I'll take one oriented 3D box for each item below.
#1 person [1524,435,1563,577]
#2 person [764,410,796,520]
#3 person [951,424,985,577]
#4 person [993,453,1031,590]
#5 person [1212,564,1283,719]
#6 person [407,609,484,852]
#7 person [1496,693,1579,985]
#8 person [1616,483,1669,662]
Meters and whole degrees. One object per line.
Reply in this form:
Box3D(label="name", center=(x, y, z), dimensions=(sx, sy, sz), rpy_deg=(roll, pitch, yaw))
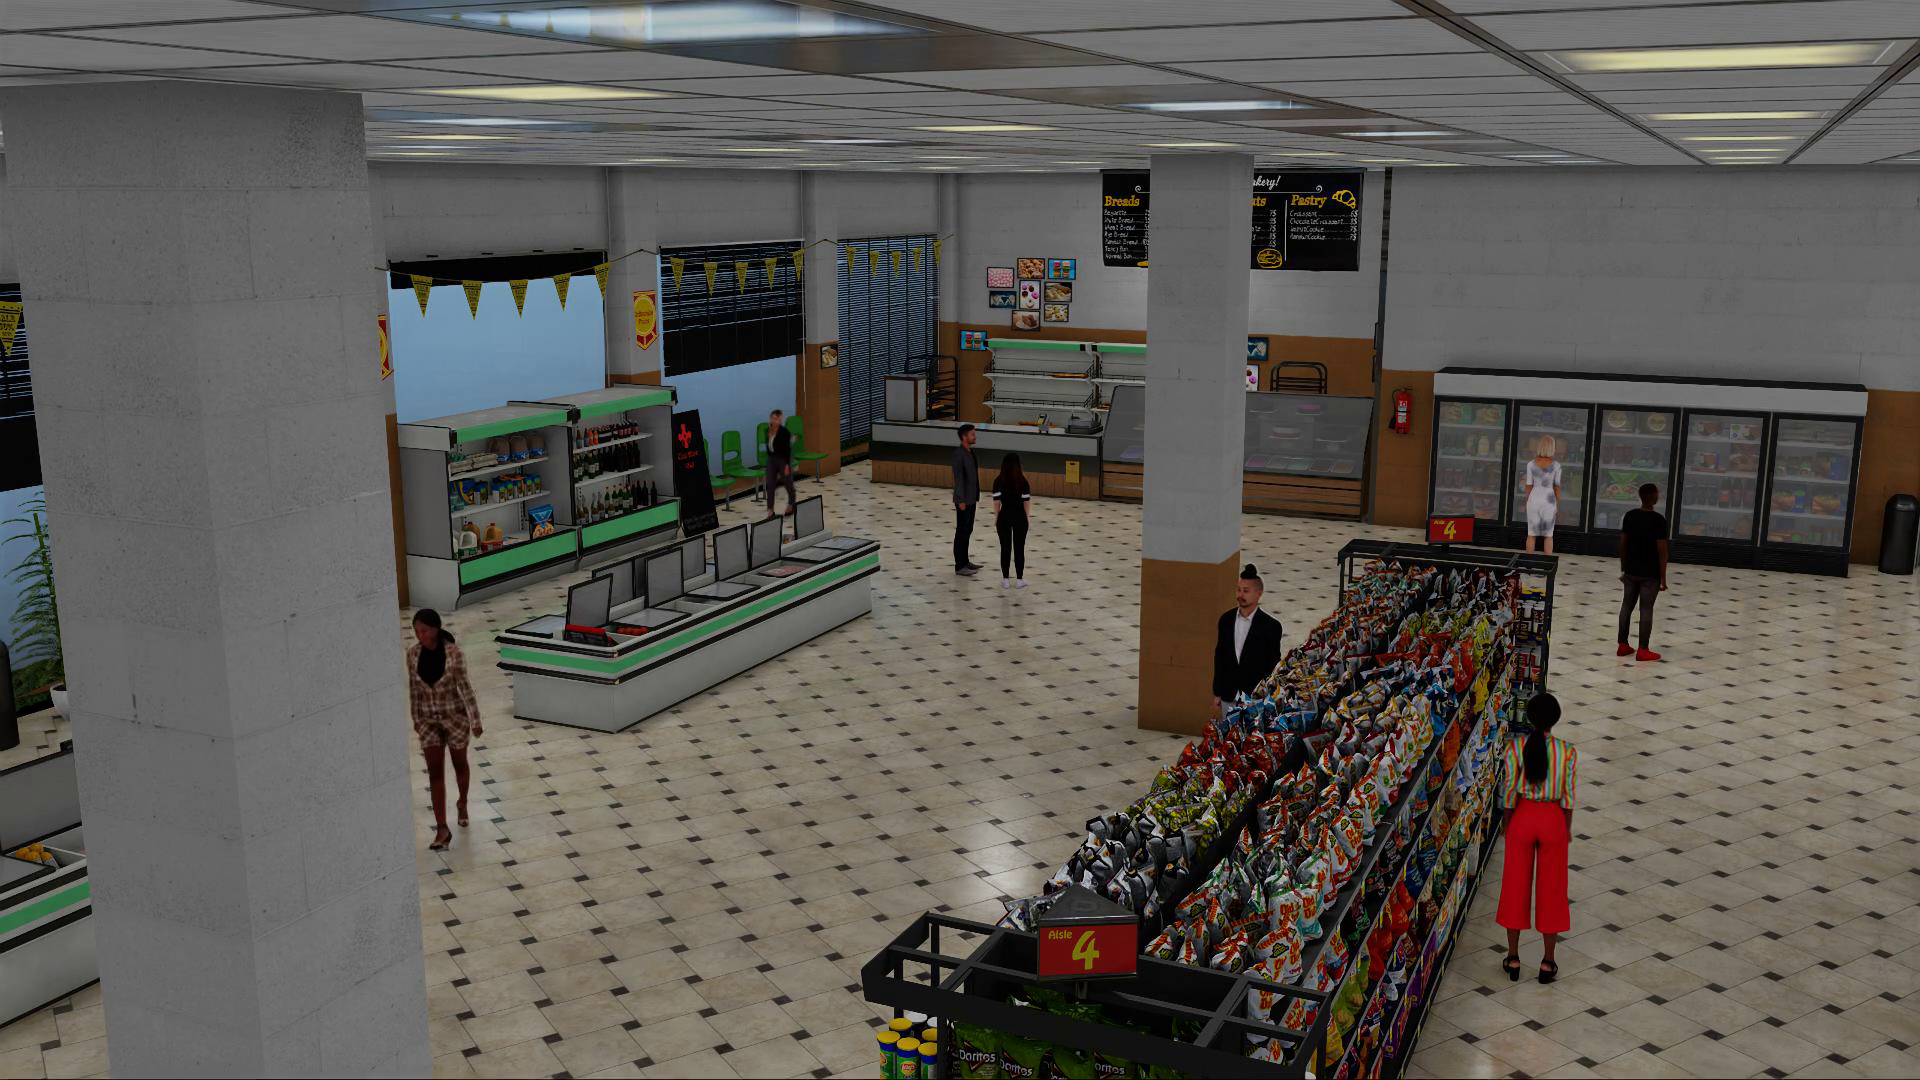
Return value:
Box3D(label="person", center=(7.187, -0.428, 20.529), dimensions=(0.559, 1.750, 0.490), rpy_deg=(5, 13, 23))
Box3D(label="person", center=(-2.560, -1.044, 23.835), dimensions=(0.650, 1.594, 1.108), rpy_deg=(5, 13, 24))
Box3D(label="person", center=(0.068, -0.517, 20.652), dimensions=(0.784, 1.874, 0.601), rpy_deg=(3, 12, 14))
Box3D(label="person", center=(0.620, -0.237, 19.894), dimensions=(0.675, 1.639, 0.679), rpy_deg=(2, 12, 8))
Box3D(label="person", center=(2.183, 1.137, 12.615), dimensions=(0.765, 1.949, 0.689), rpy_deg=(10, 15, 39))
Box3D(label="person", center=(-3.743, 1.352, 12.125), dimensions=(1.018, 1.730, 1.221), rpy_deg=(-1, 12, -5))
Box3D(label="person", center=(3.453, 1.776, 9.963), dimensions=(0.624, 1.792, 0.563), rpy_deg=(4, 12, 17))
Box3D(label="person", center=(6.916, 0.314, 16.875), dimensions=(0.703, 1.804, 0.722), rpy_deg=(-9, 15, -35))
